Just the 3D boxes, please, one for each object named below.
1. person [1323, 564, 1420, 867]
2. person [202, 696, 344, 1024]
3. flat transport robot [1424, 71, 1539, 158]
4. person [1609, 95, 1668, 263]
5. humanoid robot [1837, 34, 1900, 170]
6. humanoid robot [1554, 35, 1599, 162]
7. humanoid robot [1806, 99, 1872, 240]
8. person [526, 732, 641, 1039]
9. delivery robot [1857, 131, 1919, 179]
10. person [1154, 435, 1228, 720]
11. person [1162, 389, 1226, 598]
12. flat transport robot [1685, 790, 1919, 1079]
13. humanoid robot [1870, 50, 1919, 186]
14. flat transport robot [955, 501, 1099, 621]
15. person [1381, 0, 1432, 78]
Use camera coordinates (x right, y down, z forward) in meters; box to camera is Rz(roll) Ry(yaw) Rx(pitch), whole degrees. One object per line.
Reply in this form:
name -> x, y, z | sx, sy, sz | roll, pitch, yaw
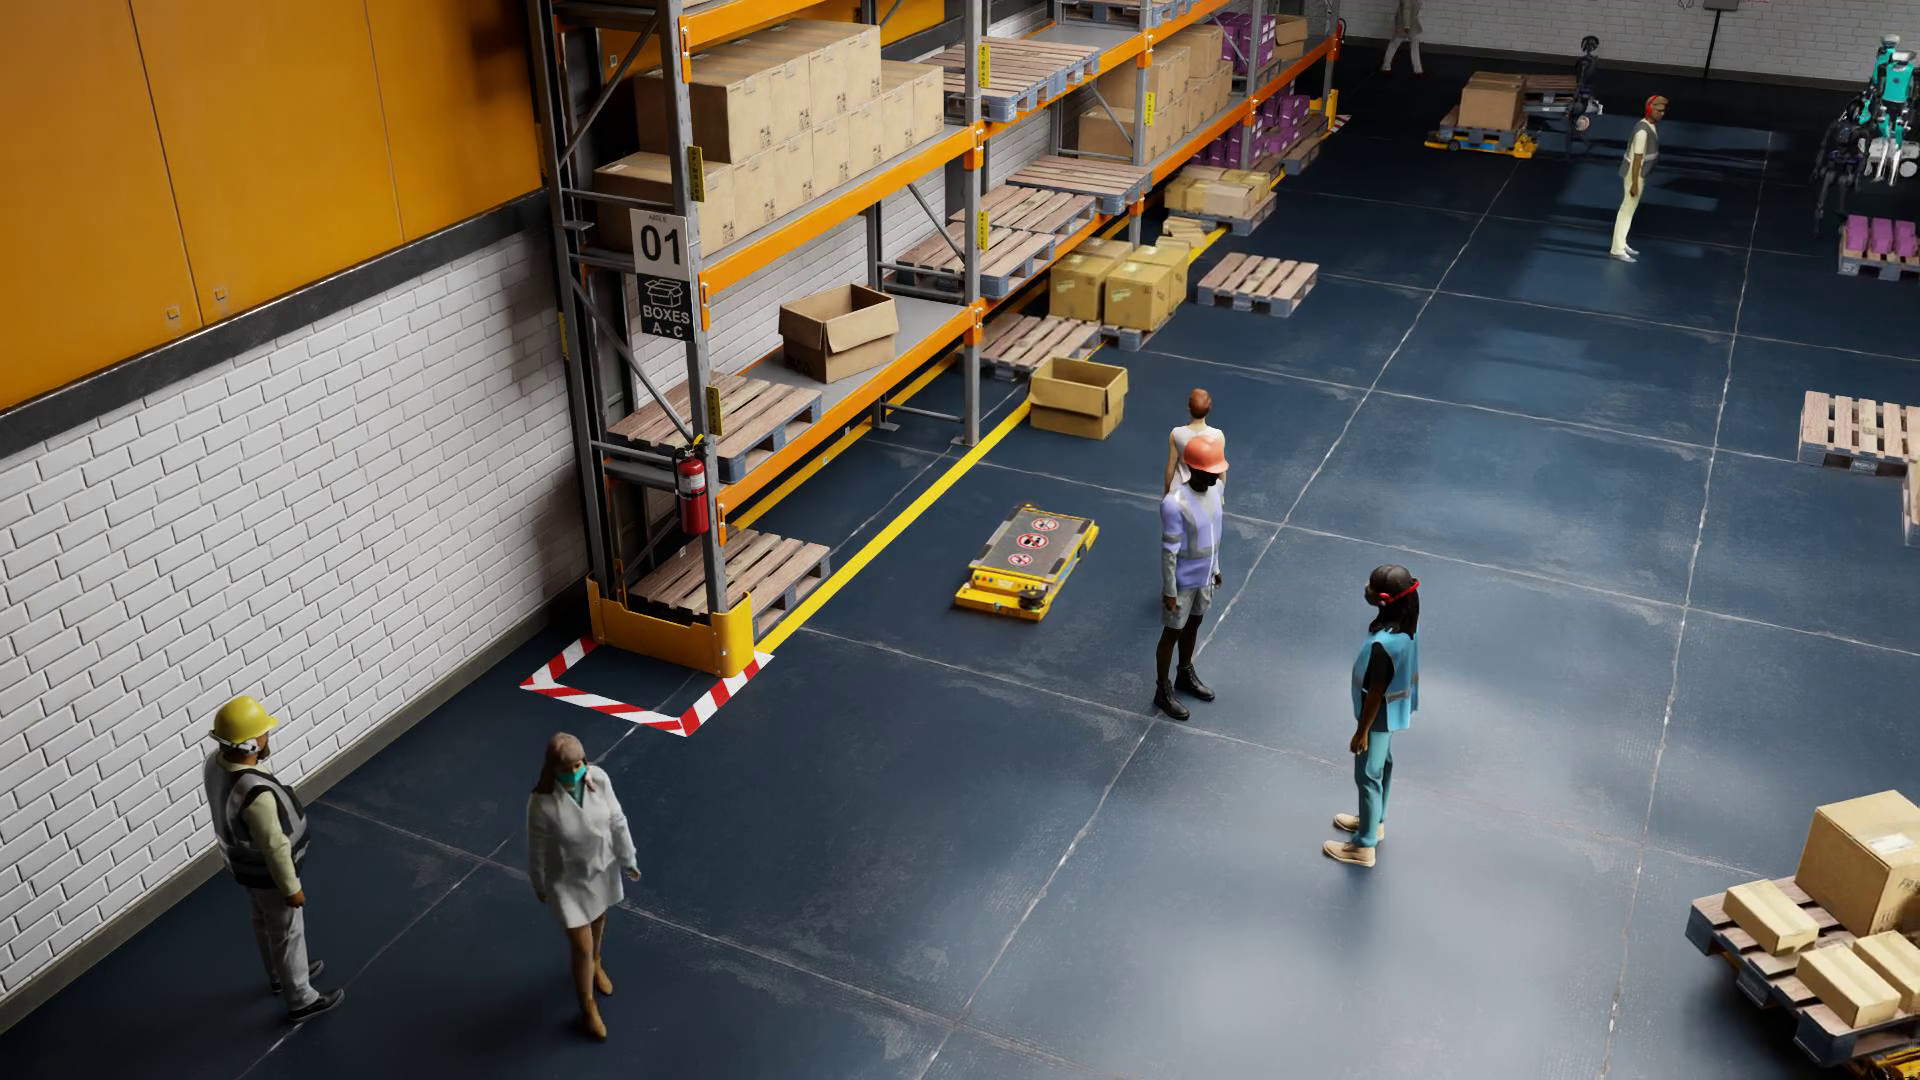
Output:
person -> 2.327, 0.976, 9.247 | 0.391, 1.861, 0.503 | 14, 31, 25
person -> -3.399, 1.569, 8.185 | 0.403, 1.825, 0.589 | -24, 36, -37
flat transport robot -> 7.200, -5.507, 22.939 | 1.431, 0.231, 0.659 | 13, 31, 22
person -> 7.552, -4.049, 18.578 | 0.392, 1.841, 0.562 | 14, 31, 24
humanoid robot -> 11.735, -5.672, 21.700 | 0.665, 1.802, 0.540 | 4, 29, 7
humanoid robot -> 8.269, -5.846, 22.089 | 0.449, 1.651, 0.600 | 14, 31, 24
humanoid robot -> 10.196, -4.291, 19.208 | 0.581, 1.632, 0.612 | -21, 35, -33
person -> -1.810, 1.677, 8.175 | 0.494, 1.641, 0.640 | -24, 36, -37
delivery robot -> 12.182, -5.056, 21.795 | 0.749, 0.587, 0.524 | 8, 29, 14
person -> 1.484, 0.218, 10.567 | 0.358, 1.939, 0.542 | 25, 37, 38
person -> 1.662, -0.301, 11.817 | 0.442, 1.662, 0.285 | 3, 28, 6
flat transport robot -> 4.528, 2.335, 8.399 | 0.659, 0.231, 1.431 | -9, 29, -15
humanoid robot -> 11.905, -5.336, 21.173 | 0.820, 1.839, 0.546 | -25, 37, -38
flat transport robot -> 0.523, 0.141, 12.466 | 0.659, 0.231, 1.431 | 10, 30, 19
person -> 7.165, -8.222, 26.375 | 0.911, 1.781, 0.520 | 22, 35, 35
